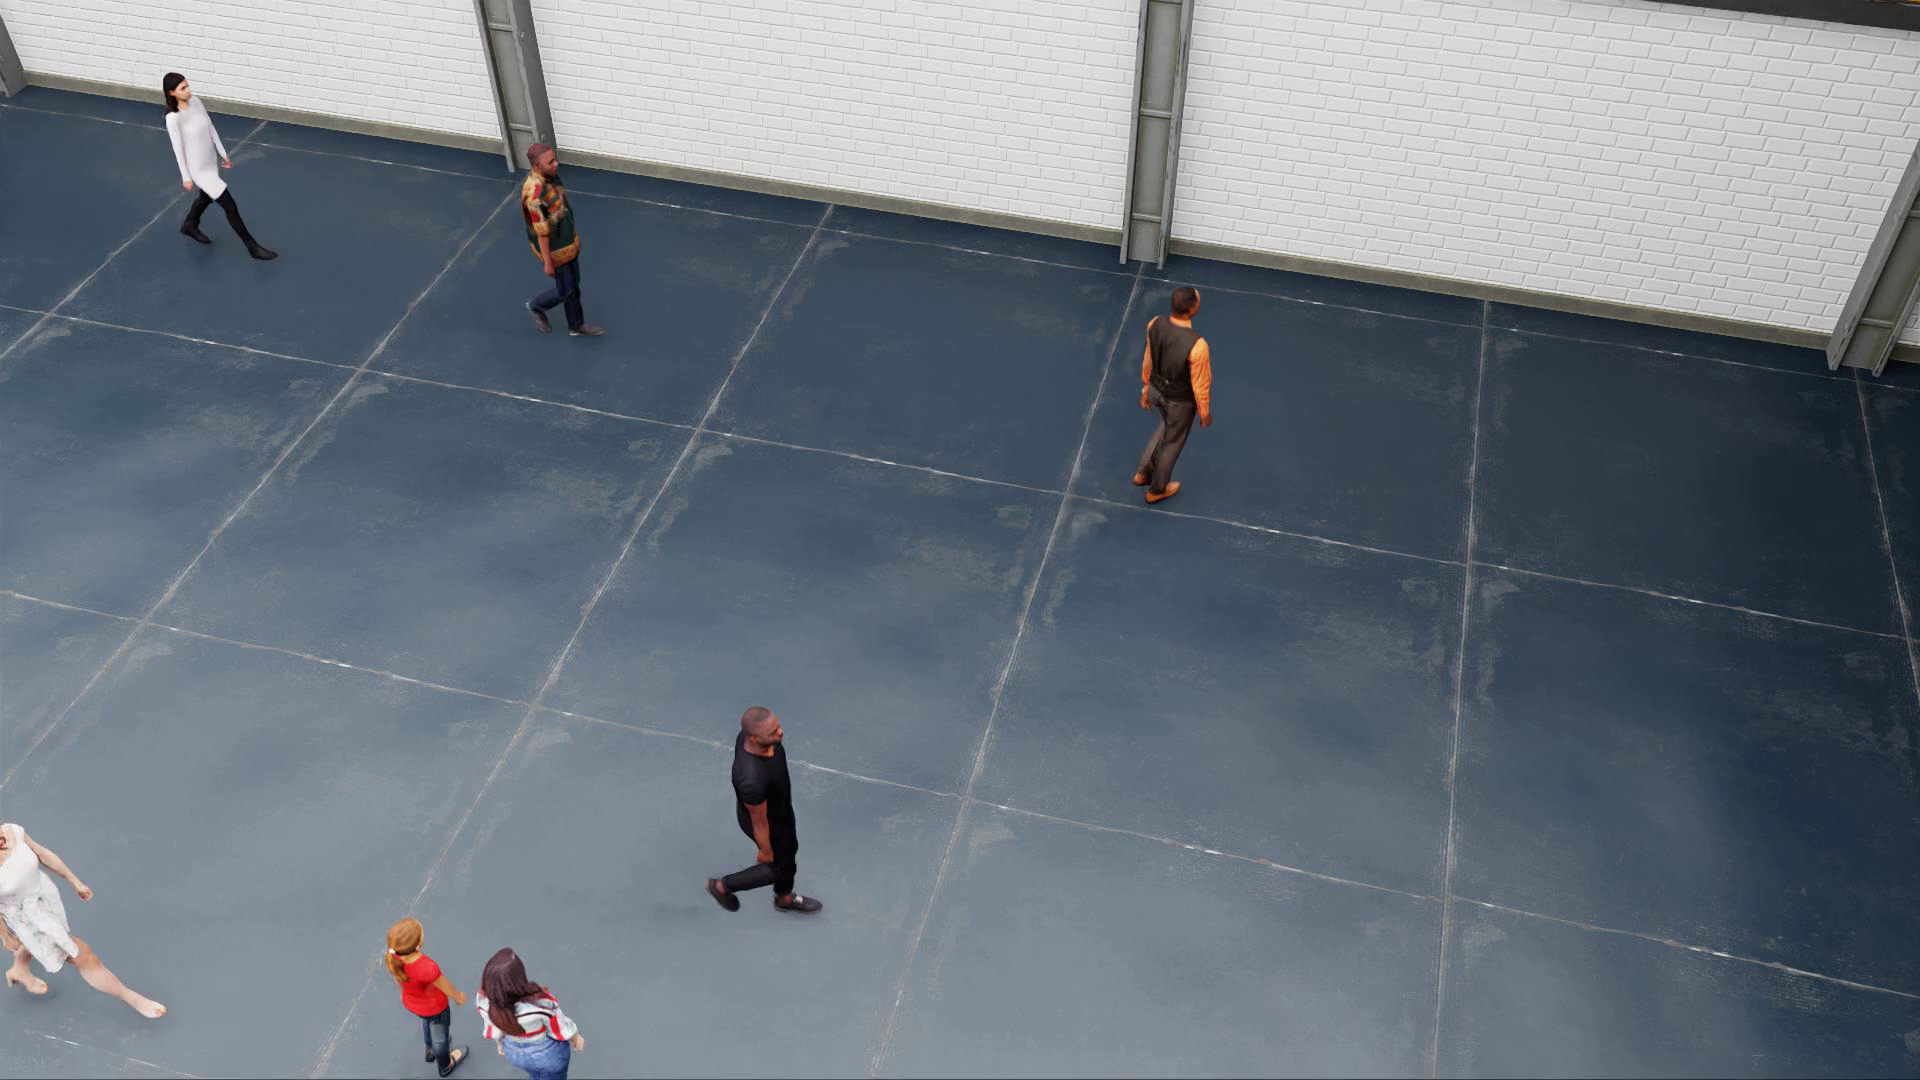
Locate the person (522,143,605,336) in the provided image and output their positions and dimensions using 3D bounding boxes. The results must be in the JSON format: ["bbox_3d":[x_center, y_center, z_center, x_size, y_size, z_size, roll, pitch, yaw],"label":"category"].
[{"bbox_3d":[-3.367,-2.415,13.557,0.895,1.798,0.752,5,44,5],"label":"person"}]

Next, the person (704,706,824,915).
[{"bbox_3d":[-1.170,1.557,9.382,0.975,1.804,0.791,1,44,1],"label":"person"}]

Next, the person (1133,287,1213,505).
[{"bbox_3d":[1.474,-0.982,11.981,0.915,1.896,0.849,-27,50,-25],"label":"person"}]

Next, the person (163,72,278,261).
[{"bbox_3d":[-6.640,-3.234,14.440,1.187,1.765,0.640,8,44,9],"label":"person"}]

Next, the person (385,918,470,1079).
[{"bbox_3d":[-2.858,2.481,8.779,0.502,1.300,0.587,22,48,22],"label":"person"}]

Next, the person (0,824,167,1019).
[{"bbox_3d":[-5.056,2.012,8.969,1.186,1.717,0.650,8,44,9],"label":"person"}]

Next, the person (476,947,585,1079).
[{"bbox_3d":[-2.179,2.597,8.434,0.645,1.607,0.714,7,44,7],"label":"person"}]
